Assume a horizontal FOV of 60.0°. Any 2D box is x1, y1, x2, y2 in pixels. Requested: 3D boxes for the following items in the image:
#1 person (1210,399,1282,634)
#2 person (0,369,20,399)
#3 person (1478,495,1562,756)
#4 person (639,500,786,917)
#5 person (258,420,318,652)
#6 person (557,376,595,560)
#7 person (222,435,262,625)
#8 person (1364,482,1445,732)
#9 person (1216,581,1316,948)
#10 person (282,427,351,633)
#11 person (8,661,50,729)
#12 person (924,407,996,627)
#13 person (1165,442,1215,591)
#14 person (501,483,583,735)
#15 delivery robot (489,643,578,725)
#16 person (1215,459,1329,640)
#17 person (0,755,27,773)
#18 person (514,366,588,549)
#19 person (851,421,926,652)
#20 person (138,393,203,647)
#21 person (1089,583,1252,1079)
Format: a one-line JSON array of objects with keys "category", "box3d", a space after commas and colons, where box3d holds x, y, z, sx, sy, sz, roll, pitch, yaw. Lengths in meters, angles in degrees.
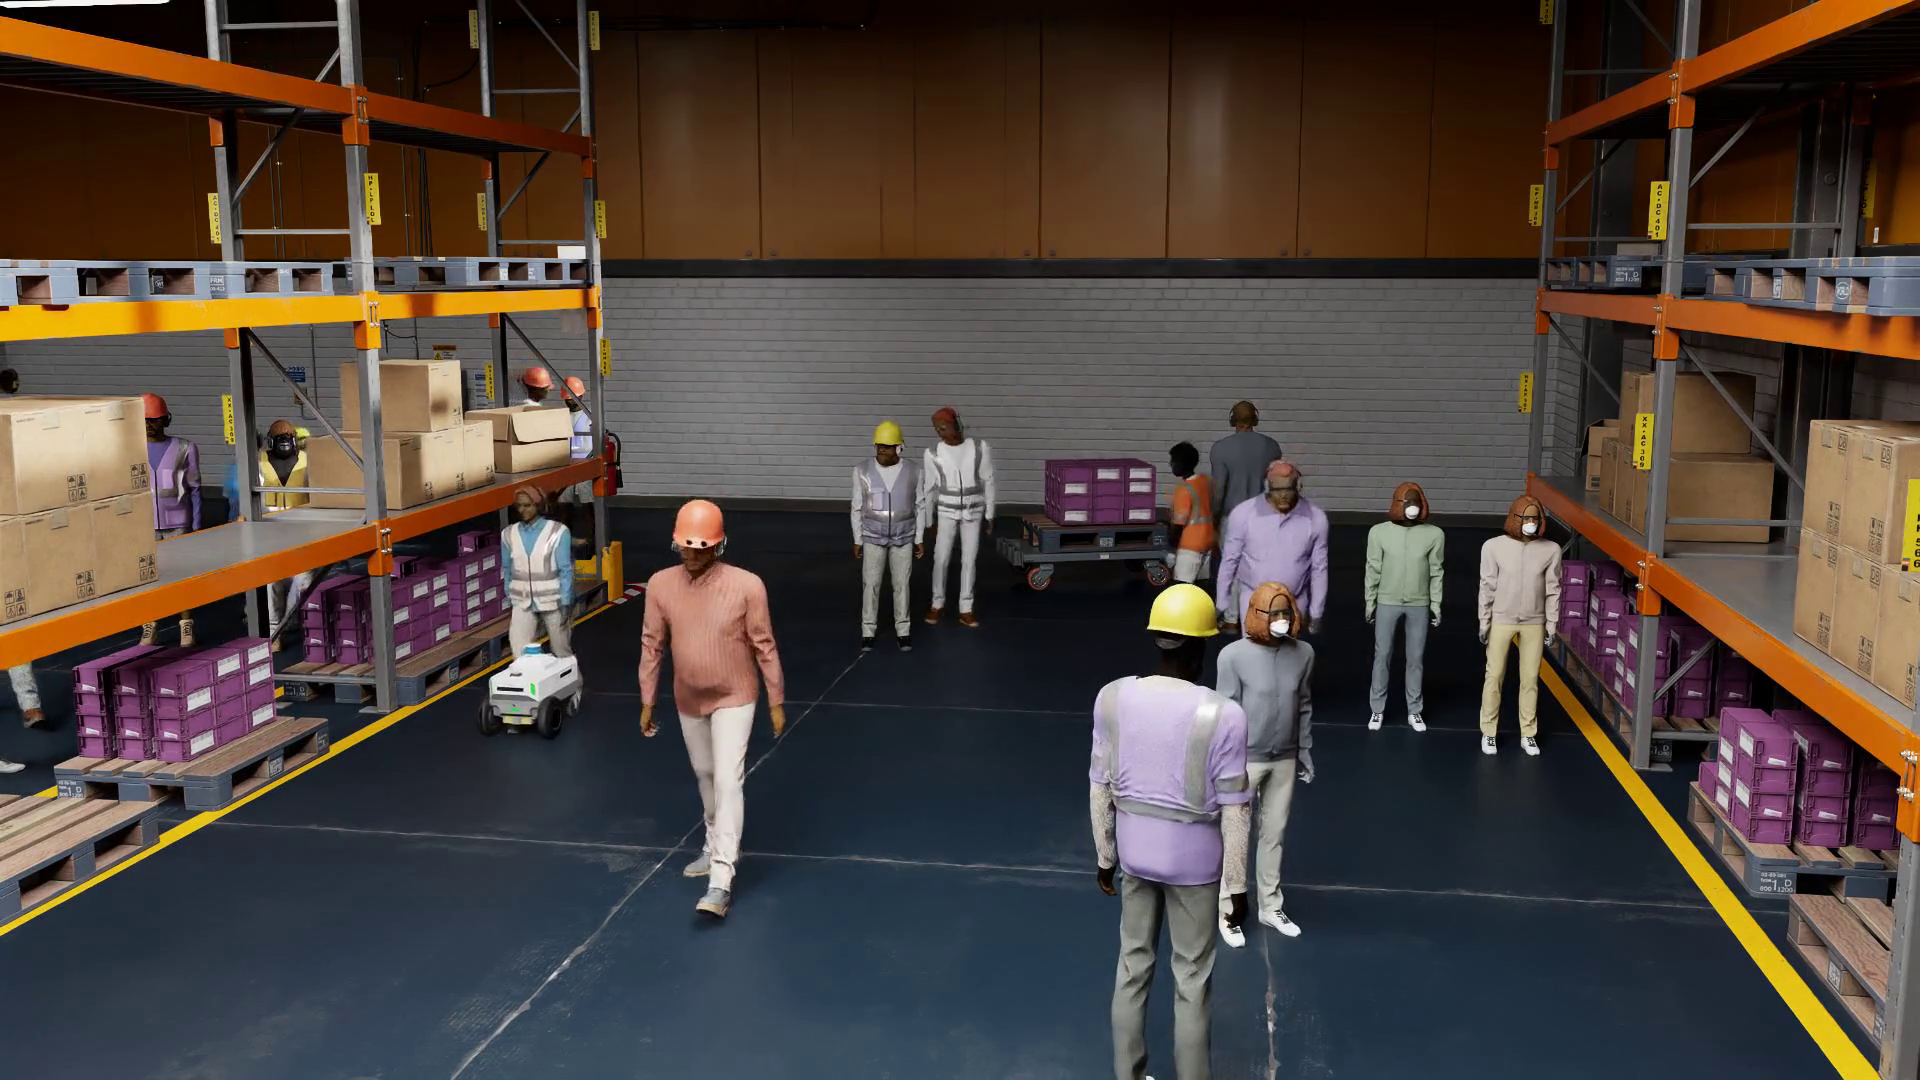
[{"category": "person", "box3d": [2.337, -0.188, 13.729, 0.635, 1.936, 0.352, -3, 10, -17]}, {"category": "person", "box3d": [-11.072, -1.090, 19.617, 0.521, 1.834, 0.895, 1, 9, 7]}, {"category": "person", "box3d": [3.448, 0.527, 10.279, 0.496, 1.629, 0.277, 1, 9, 4]}, {"category": "person", "box3d": [-1.212, 0.769, 7.851, 0.703, 1.933, 1.003, 3, 10, 16]}, {"category": "person", "box3d": [-5.292, -0.030, 13.092, 0.619, 1.836, 0.430, -4, 10, -21]}, {"category": "person", "box3d": [-3.905, -0.696, 16.890, 0.542, 1.929, 0.368, 1, 9, 3]}, {"category": "person", "box3d": [-6.001, -0.121, 14.094, 0.561, 1.673, 0.390, 2, 9, 13]}, {"category": "person", "box3d": [2.882, 0.433, 10.818, 0.505, 1.636, 0.279, 1, 9, 7]}, {"category": "person", "box3d": [1.360, 0.986, 7.418, 0.498, 1.634, 0.284, -4, 10, -21]}, {"category": "person", "box3d": [-5.320, -0.068, 13.736, 0.576, 1.720, 0.547, 2, 9, 12]}, {"category": "person", "box3d": [-6.327, 0.305, 10.883, 0.993, 1.882, 0.633, 8, 12, 41]}, {"category": "person", "box3d": [-0.009, -0.192, 14.014, 0.621, 1.862, 0.399, -1, 9, -3]}, {"category": "person", "box3d": [1.812, 0.065, 13.022, 0.316, 1.666, 0.618, 6, 11, 31]}, {"category": "person", "box3d": [-2.769, 0.413, 11.008, 0.510, 1.610, 0.794, 1, 9, 7]}, {"category": "delivery robot", "box3d": [-2.778, 0.919, 10.861, 0.477, 0.478, 0.707, 2, 9, 11]}, {"category": "person", "box3d": [1.965, 0.380, 10.530, 0.699, 1.847, 0.986, 0, 9, 0]}, {"category": "person", "box3d": [-5.745, 0.480, 9.672, 0.403, 1.919, 0.587, 1, 9, 9]}, {"category": "person", "box3d": [-4.331, -0.812, 17.413, 0.936, 1.998, 0.637, -1, 9, -4]}, {"category": "person", "box3d": [-0.558, -0.027, 13.064, 0.591, 1.829, 0.404, -1, 9, -6]}, {"category": "person", "box3d": [-6.278, -0.134, 13.065, 0.614, 2.041, 0.389, -3, 10, -18]}, {"category": "person", "box3d": [0.744, 1.103, 5.800, 0.594, 1.922, 0.386, 6, 11, 34]}]
